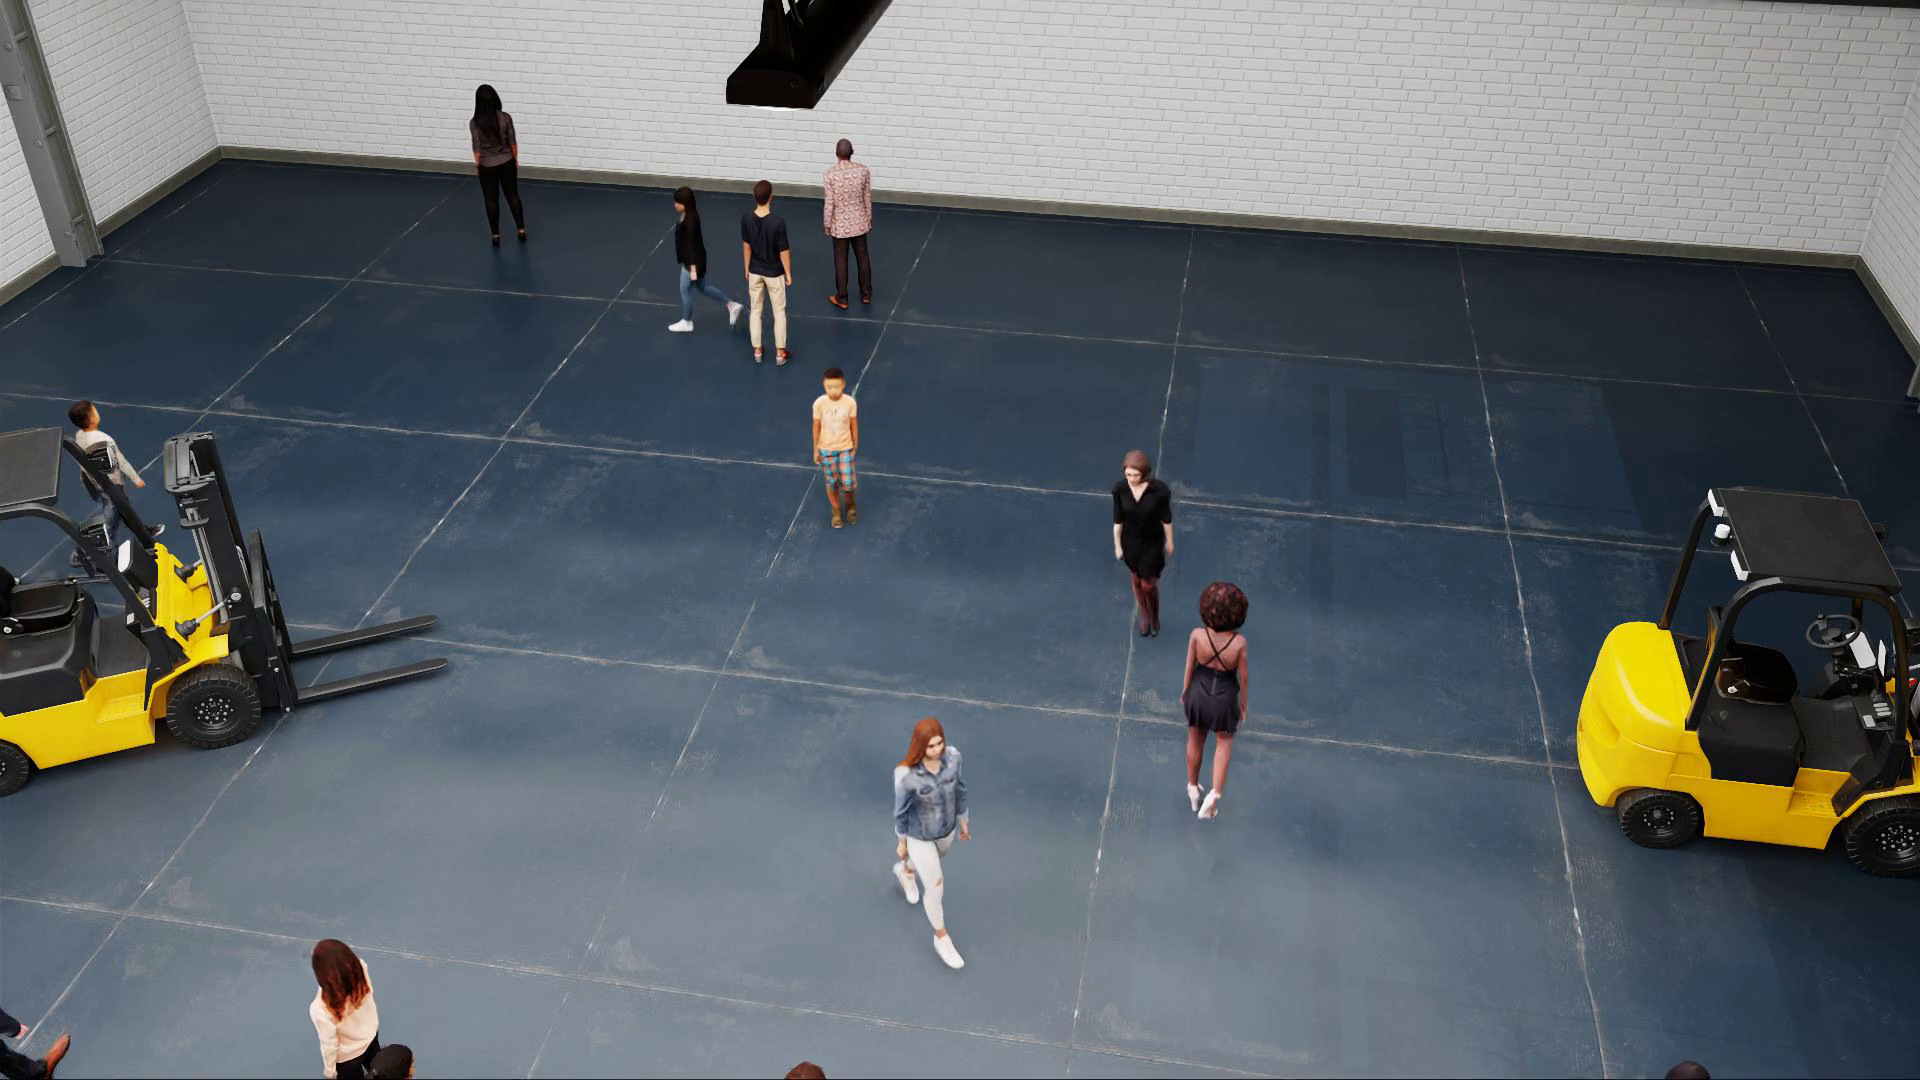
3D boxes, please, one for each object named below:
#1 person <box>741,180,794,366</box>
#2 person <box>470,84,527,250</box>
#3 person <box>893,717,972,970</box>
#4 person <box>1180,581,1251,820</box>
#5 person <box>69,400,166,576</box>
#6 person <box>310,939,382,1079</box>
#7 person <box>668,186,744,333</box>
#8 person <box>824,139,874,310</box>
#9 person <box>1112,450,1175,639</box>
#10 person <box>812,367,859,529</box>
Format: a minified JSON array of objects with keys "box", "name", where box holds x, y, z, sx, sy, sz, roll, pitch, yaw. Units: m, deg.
[{"box":[-1.883,-2.593,16.176,0.633,1.854,0.545,7,34,11],"name":"person"},{"box":[-5.154,-4.160,18.547,0.748,1.837,0.788,-16,37,-23],"name":"person"},{"box":[-0.221,1.689,9.897,1.074,1.672,1.140,-21,39,-28],"name":"person"},{"box":[1.603,1.112,10.676,0.636,1.771,0.757,7,34,11],"name":"person"},{"box":[-6.833,-0.385,13.234,0.743,1.433,1.039,15,37,22],"name":"person"},{"box":[-3.174,2.611,8.679,0.640,1.485,0.471,9,35,13],"name":"person"},{"box":[-2.599,-2.808,16.723,0.829,1.606,1.007,-1,34,-1],"name":"person"},{"box":[-1.153,-3.284,17.257,0.773,1.808,0.790,-14,36,-20],"name":"person"},{"box":[1.377,-0.008,12.446,0.687,1.677,0.686,8,34,11],"name":"person"},{"box":[-1.036,-0.794,13.833,0.584,1.451,0.614,-3,34,-4],"name":"person"}]
